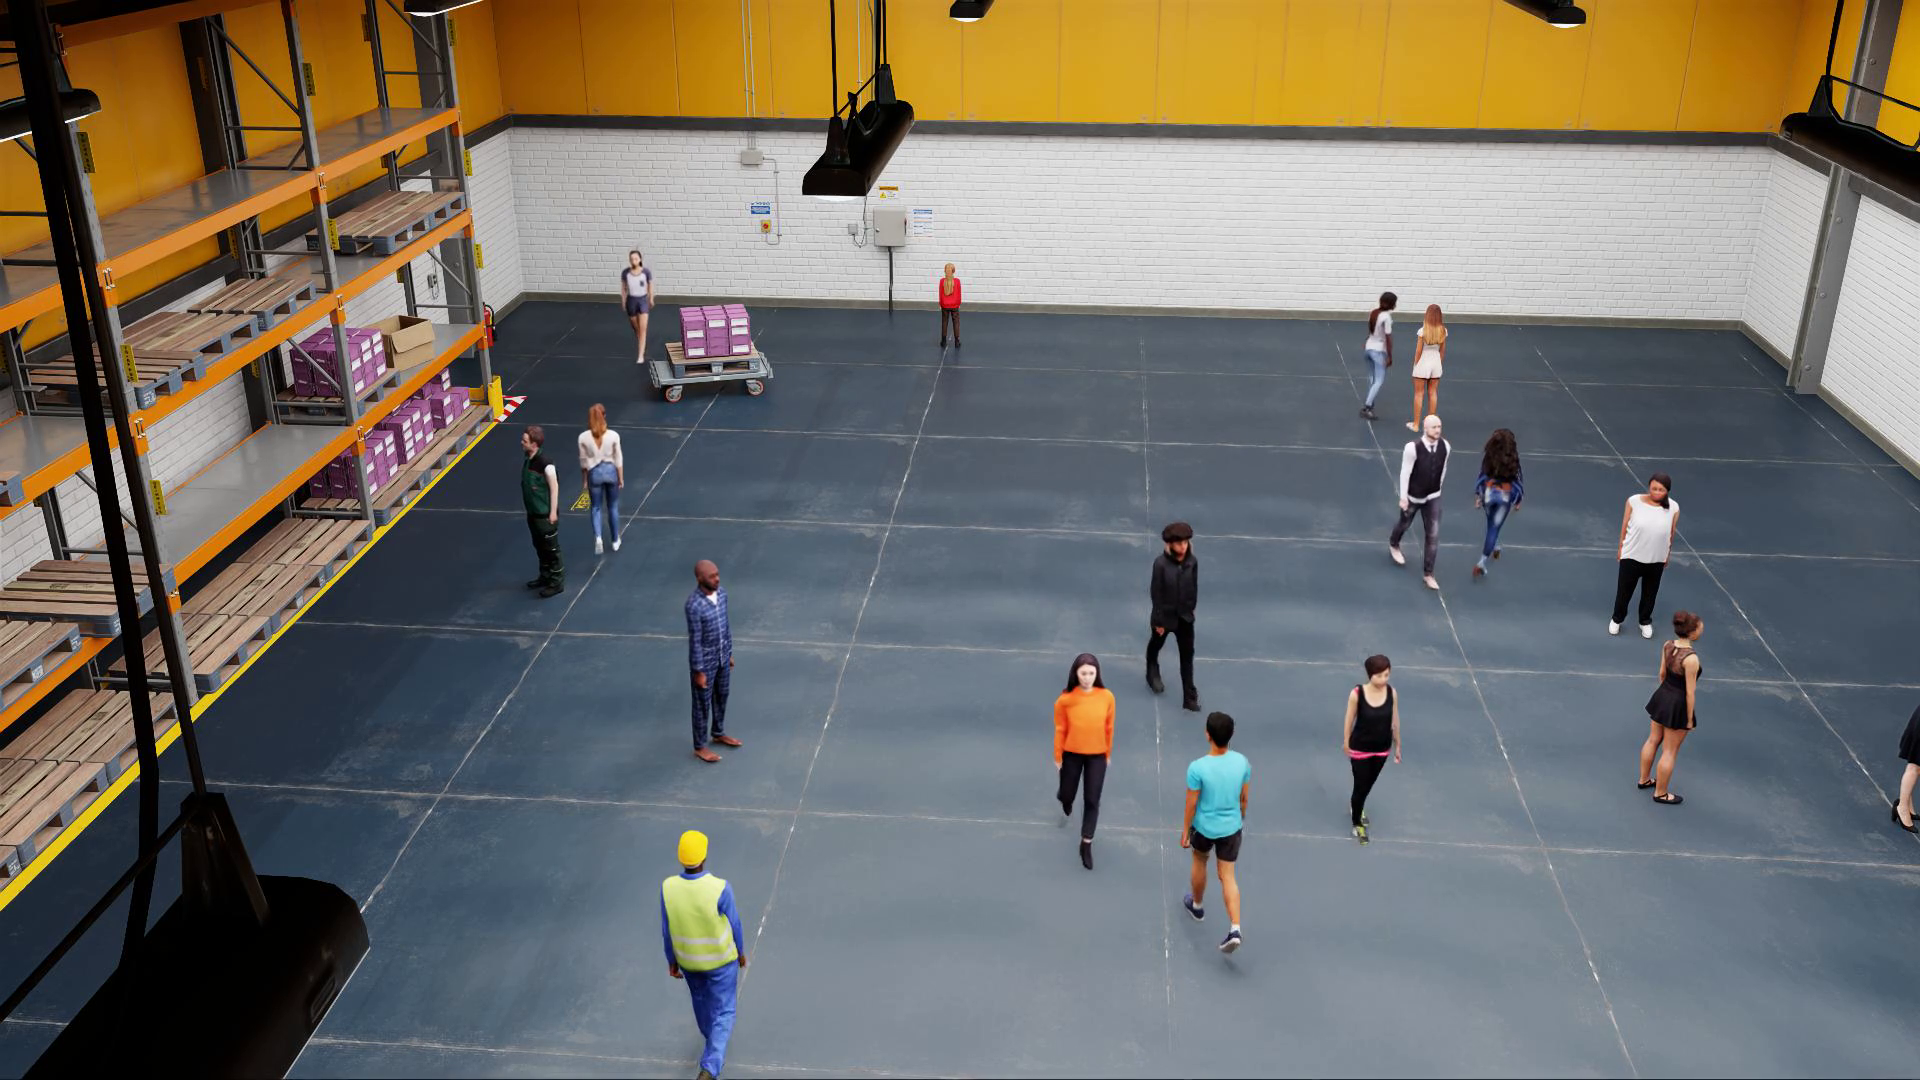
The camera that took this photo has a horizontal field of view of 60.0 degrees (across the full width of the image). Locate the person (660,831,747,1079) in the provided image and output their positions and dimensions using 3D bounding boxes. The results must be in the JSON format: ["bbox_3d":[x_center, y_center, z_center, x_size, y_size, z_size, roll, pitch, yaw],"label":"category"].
[{"bbox_3d":[-1.599,2.644,10.386,0.716,1.793,1.087,4,24,8],"label":"person"}]

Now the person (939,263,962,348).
[{"bbox_3d":[-0.148,-3.566,25.234,0.483,1.280,0.474,1,24,3],"label":"person"}]

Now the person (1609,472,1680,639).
[{"bbox_3d":[6.707,0.129,16.271,0.699,1.688,0.668,7,25,15],"label":"person"}]

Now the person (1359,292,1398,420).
[{"bbox_3d":[5.574,-2.482,22.246,0.879,1.688,0.735,-13,27,-27],"label":"person"}]

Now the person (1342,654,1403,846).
[{"bbox_3d":[3.215,1.573,13.158,0.684,1.535,0.831,-5,24,-11],"label":"person"}]

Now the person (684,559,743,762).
[{"bbox_3d":[-2.140,0.989,14.142,0.808,1.817,0.682,13,27,27],"label":"person"}]

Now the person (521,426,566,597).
[{"bbox_3d":[-4.296,-0.319,17.106,0.790,1.841,0.727,-18,30,-36],"label":"person"}]

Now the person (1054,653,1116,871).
[{"bbox_3d":[0.932,1.636,12.773,0.739,1.728,1.018,-3,24,-6],"label":"person"}]

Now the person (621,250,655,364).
[{"bbox_3d":[-4.763,-3.473,24.612,0.650,1.607,1.039,0,24,1],"label":"person"}]

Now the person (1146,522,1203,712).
[{"bbox_3d":[1.880,0.639,15.054,0.917,1.728,1.190,-7,25,-16],"label":"person"}]

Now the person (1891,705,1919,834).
[{"bbox_3d":[7.672,1.473,13.124,0.762,1.746,0.667,17,29,33],"label":"person"}]

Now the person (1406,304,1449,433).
[{"bbox_3d":[6.111,-2.256,21.716,0.623,1.697,0.627,-4,24,-9],"label":"person"}]

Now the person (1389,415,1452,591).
[{"bbox_3d":[4.804,-0.459,17.504,0.940,1.779,1.327,-5,24,-11],"label":"person"}]

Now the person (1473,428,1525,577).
[{"bbox_3d":[5.637,-0.364,17.543,0.977,1.573,1.177,16,28,32],"label":"person"}]

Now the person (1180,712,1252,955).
[{"bbox_3d":[1.851,2.086,11.716,0.819,1.750,1.146,-4,24,-10],"label":"person"}]

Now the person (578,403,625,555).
[{"bbox_3d":[-3.863,-0.622,17.969,0.721,1.705,0.923,-3,24,-6],"label":"person"}]

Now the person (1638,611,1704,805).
[{"bbox_3d":[5.795,1.339,13.519,0.702,1.675,0.580,-5,24,-10],"label":"person"}]
